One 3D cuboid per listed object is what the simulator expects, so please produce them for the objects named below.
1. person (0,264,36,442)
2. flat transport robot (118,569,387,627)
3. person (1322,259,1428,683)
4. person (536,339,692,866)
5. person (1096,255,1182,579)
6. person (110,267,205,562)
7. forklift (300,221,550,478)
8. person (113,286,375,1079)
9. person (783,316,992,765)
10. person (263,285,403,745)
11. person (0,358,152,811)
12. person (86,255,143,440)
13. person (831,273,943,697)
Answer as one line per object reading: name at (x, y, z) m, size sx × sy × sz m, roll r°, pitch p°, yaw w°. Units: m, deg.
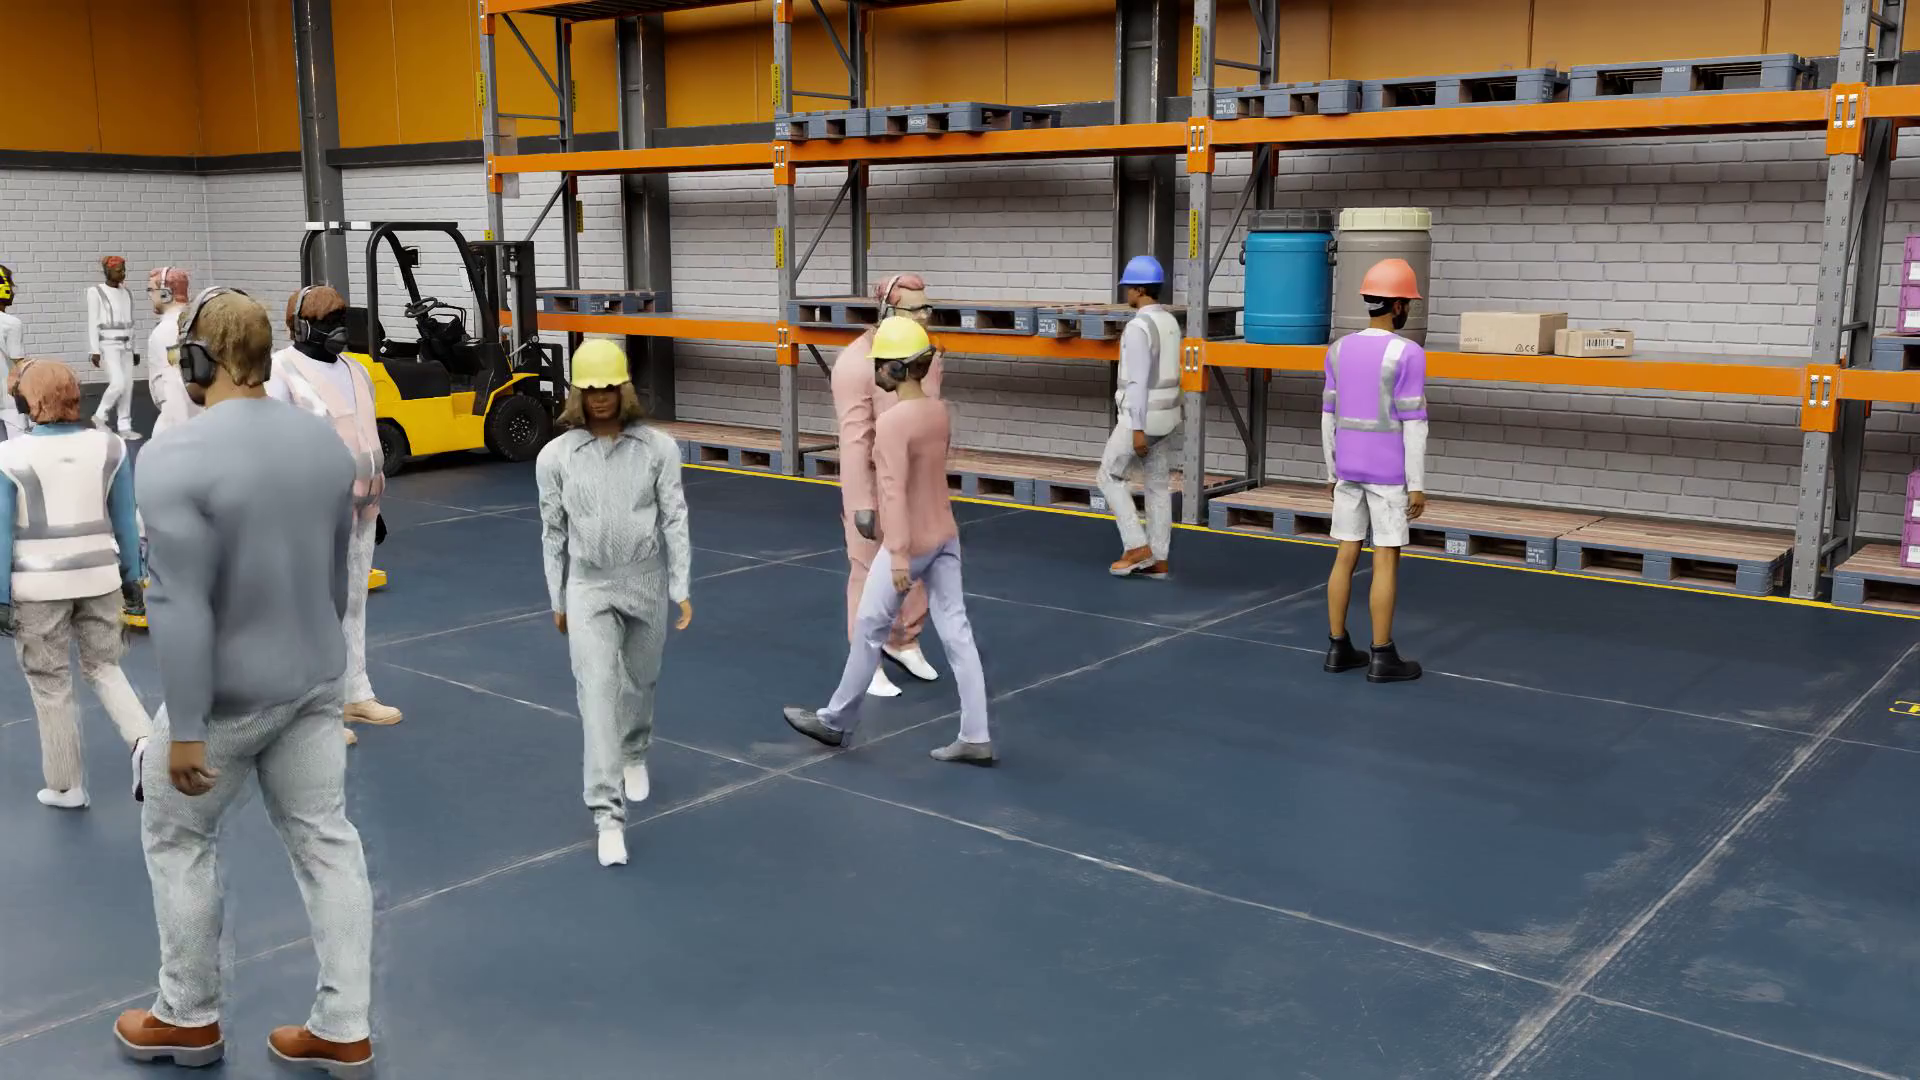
person at (-6.185, -0.847, 10.824) m, size 0.512 × 1.862 × 0.328 m, roll 4°, pitch 11°, yaw 20°
flat transport robot at (-4.015, 0.231, 9.258) m, size 0.652 × 0.197 × 1.431 m, roll 8°, pitch 13°, yaw 38°
person at (1.928, -0.317, 7.672) m, size 0.376 × 1.936 × 0.549 m, roll -7°, pitch 13°, yaw -36°
person at (-1.181, 0.158, 5.693) m, size 0.487 × 1.702 × 0.891 m, roll -3°, pitch 11°, yaw -18°
person at (1.083, -0.721, 9.919) m, size 0.468 × 1.927 × 0.622 m, roll 7°, pitch 13°, yaw 35°
person at (-4.899, -0.772, 10.433) m, size 1.006 × 1.853 × 0.645 m, roll 1°, pitch 10°, yaw 6°
forklift at (-4.922, -1.741, 14.854) m, size 1.214 × 2.155 × 2.313 m, roll 8°, pitch 13°, yaw 38°
person at (-1.780, 0.354, 4.026) m, size 0.831 × 1.906 × 0.651 m, roll 4°, pitch 11°, yaw 22°
person at (-0.252, 0.005, 6.448) m, size 0.894 × 1.719 × 0.547 m, roll 6°, pitch 12°, yaw 29°
person at (-2.550, -0.102, 6.752) m, size 0.429 × 1.844 × 0.626 m, roll 3°, pitch 11°, yaw 16°
person at (-3.084, 0.178, 5.787) m, size 0.547 × 1.620 × 0.529 m, roll 7°, pitch 13°, yaw 35°
person at (-8.534, -1.935, 16.821) m, size 0.447 × 1.871 × 0.597 m, roll 3°, pitch 11°, yaw 16°
person at (-0.309, -0.226, 7.349) m, size 0.459 × 1.883 × 0.657 m, roll 10°, pitch 14°, yaw 43°
